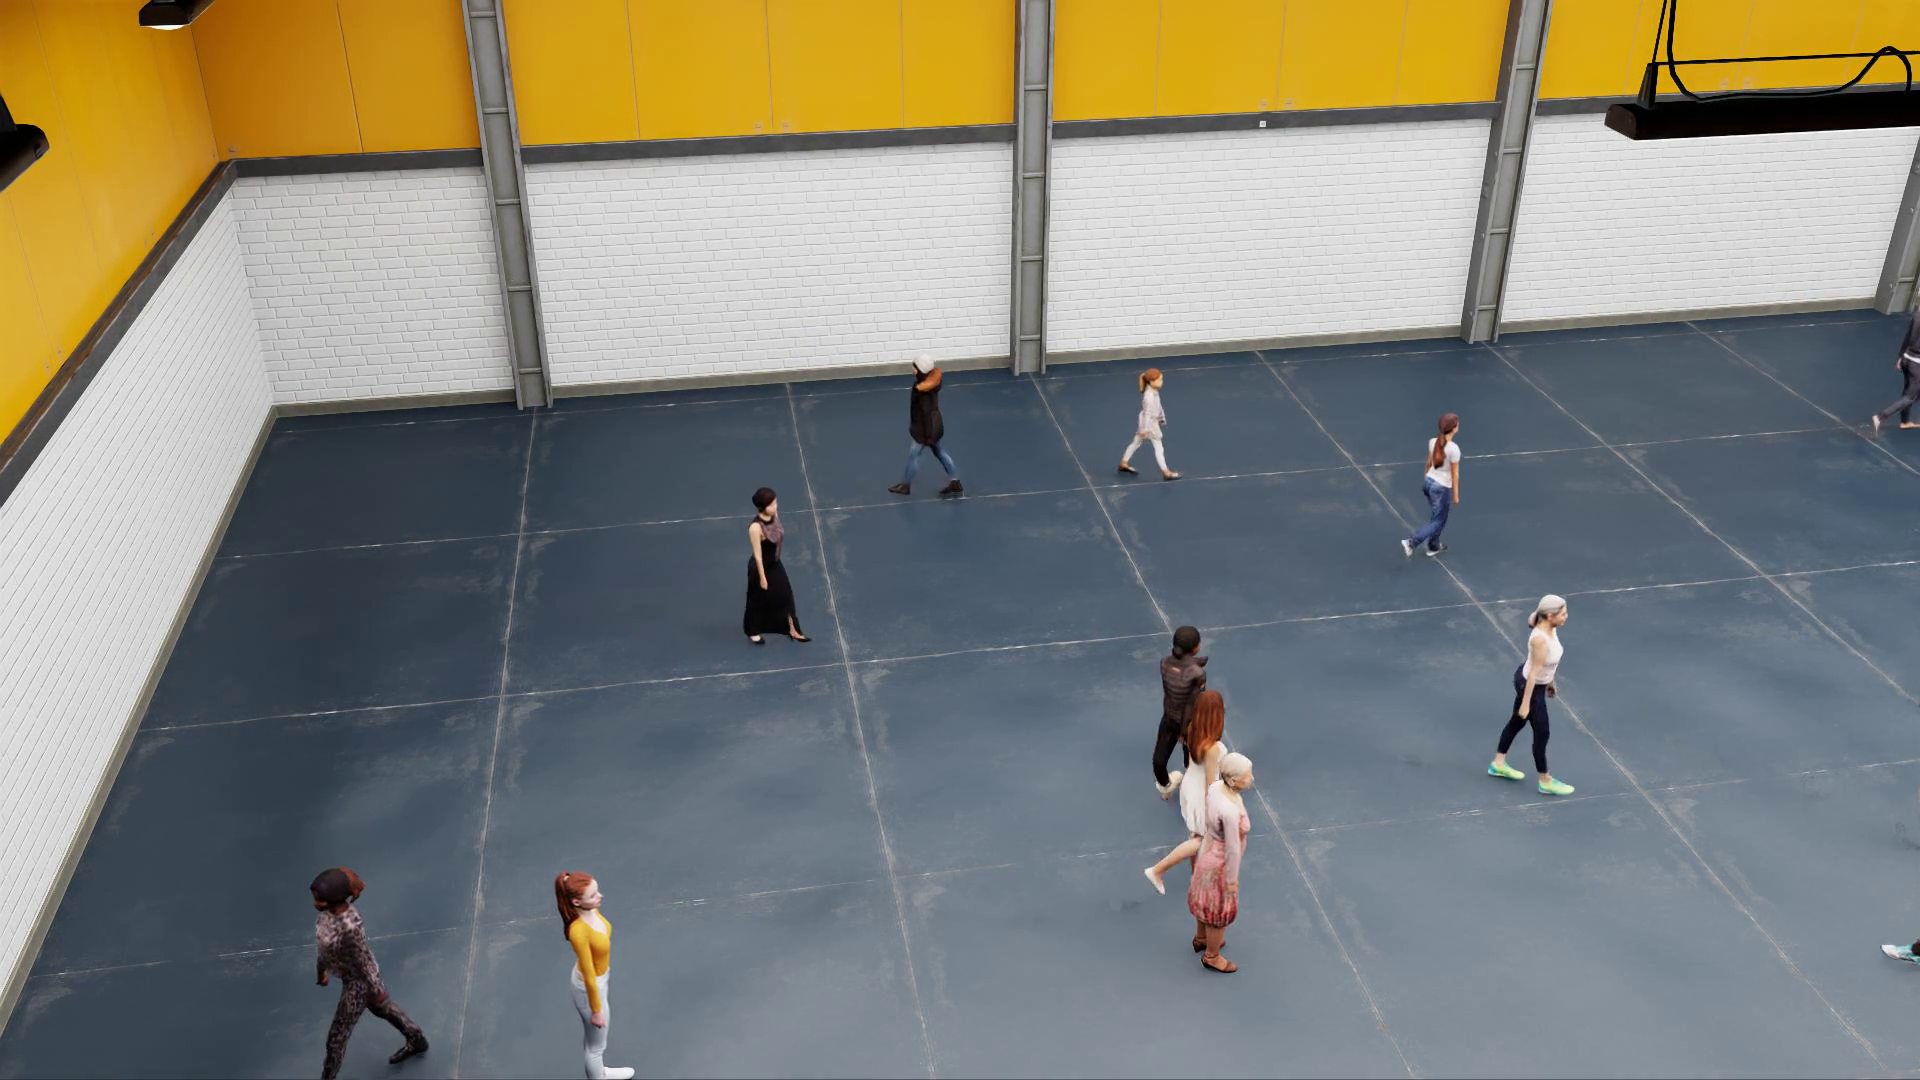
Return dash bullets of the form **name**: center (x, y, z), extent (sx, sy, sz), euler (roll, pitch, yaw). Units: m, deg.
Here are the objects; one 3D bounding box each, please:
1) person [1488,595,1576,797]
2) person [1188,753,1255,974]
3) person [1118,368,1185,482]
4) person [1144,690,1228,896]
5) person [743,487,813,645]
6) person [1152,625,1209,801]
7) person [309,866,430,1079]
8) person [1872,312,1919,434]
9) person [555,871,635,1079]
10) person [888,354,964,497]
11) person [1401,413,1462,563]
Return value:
- **person**: center (4.374, 1.158, 12.968), extent (1.014, 1.690, 0.902), euler (12, 31, 21)
- **person**: center (1.744, 2.148, 11.148), extent (0.566, 1.694, 0.577), euler (-4, 29, -7)
- **person**: center (1.952, -1.237, 17.799), extent (1.021, 1.269, 0.774), euler (6, 29, 11)
- **person**: center (1.621, 1.814, 11.754), extent (0.906, 1.699, 0.597), euler (-7, 29, -13)
- **person**: center (-1.797, 0.235, 14.780), extent (0.985, 1.575, 0.878), euler (12, 31, 21)
- **person**: center (1.772, 1.340, 12.666), extent (0.809, 1.659, 0.880), euler (-7, 29, -13)
- **person**: center (-3.618, 2.671, 10.222), extent (1.218, 1.663, 0.994), euler (-21, 35, -34)
- **person**: center (10.702, -1.987, 18.715), extent (0.965, 1.706, 0.607), euler (-5, 29, -9)
- **person**: center (-2.224, 2.711, 10.058), extent (0.540, 1.751, 0.567), euler (-4, 29, -7)
- **person**: center (-0.259, -1.171, 17.331), extent (1.115, 1.601, 0.879), euler (5, 29, 10)
- **person**: center (4.602, -0.483, 16.126), extent (0.971, 1.547, 0.700), euler (-14, 31, -23)
